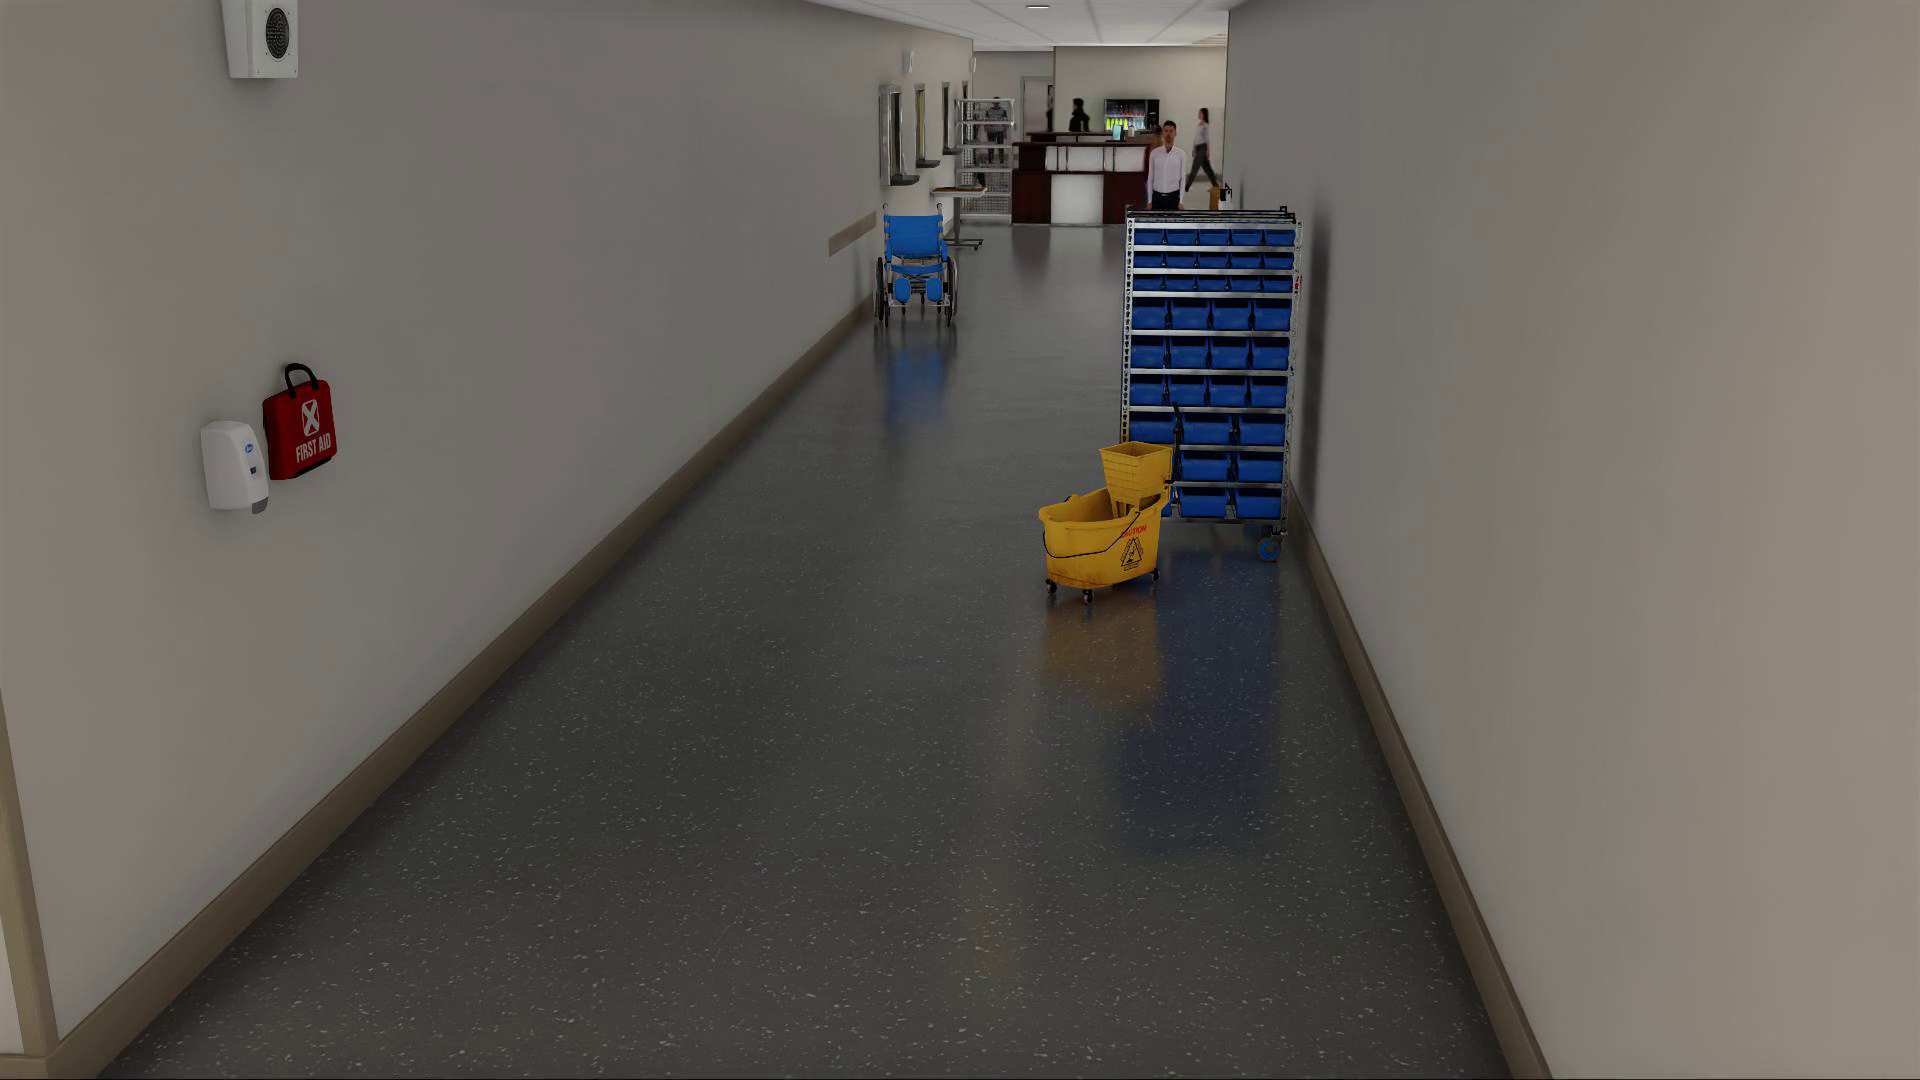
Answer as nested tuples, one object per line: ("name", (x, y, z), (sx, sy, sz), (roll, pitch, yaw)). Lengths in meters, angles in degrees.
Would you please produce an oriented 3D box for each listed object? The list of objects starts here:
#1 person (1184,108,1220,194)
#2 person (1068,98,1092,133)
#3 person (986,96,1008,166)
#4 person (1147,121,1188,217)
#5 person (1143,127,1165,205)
("person", (5.022, -7.911, 33.943), (1.237, 1.682, 0.897), (-4, 16, -15))
("person", (2.531, -8.055, 34.034), (1.080, 1.910, 1.017), (10, 19, 32))
("person", (0.923, -10.338, 42.281), (0.492, 1.830, 0.743), (1, 16, 3))
("person", (2.525, -4.183, 20.372), (0.567, 1.872, 0.708), (4, 16, 13))
("person", (3.002, -5.433, 25.284), (0.729, 1.612, 0.739), (4, 16, 15))
